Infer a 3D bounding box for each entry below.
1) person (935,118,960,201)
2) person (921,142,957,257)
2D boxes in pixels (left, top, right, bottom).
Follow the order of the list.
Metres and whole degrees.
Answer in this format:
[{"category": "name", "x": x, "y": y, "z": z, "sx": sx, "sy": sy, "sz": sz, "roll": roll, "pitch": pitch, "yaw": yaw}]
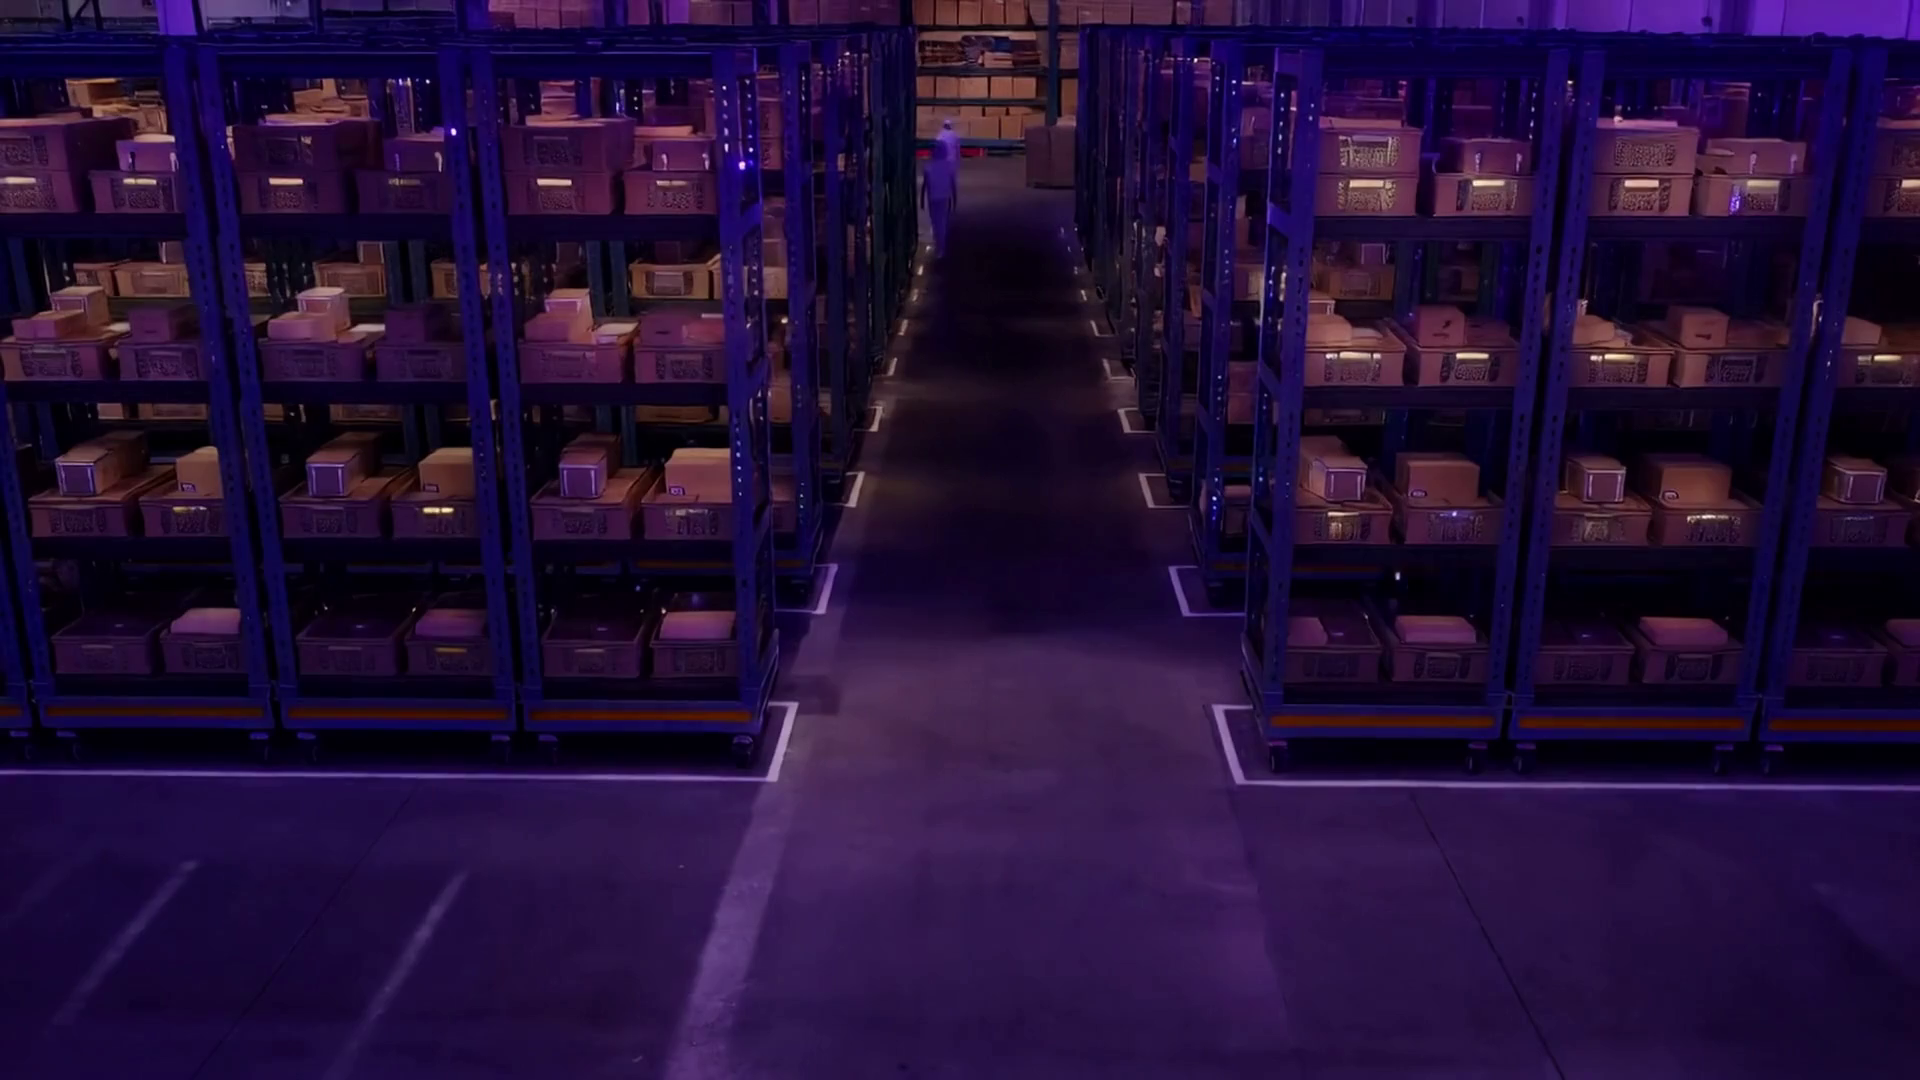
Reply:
[{"category": "person", "x": -0.263, "y": -8.092, "z": 35.346, "sx": 0.578, "sy": 1.715, "sz": 0.779, "roll": -11, "pitch": 21, "yaw": -32}, {"category": "person", "x": -0.321, "y": -5.520, "z": 26.972, "sx": 0.570, "sy": 1.820, "sz": 0.838, "roll": -6, "pitch": 18, "yaw": -18}]
